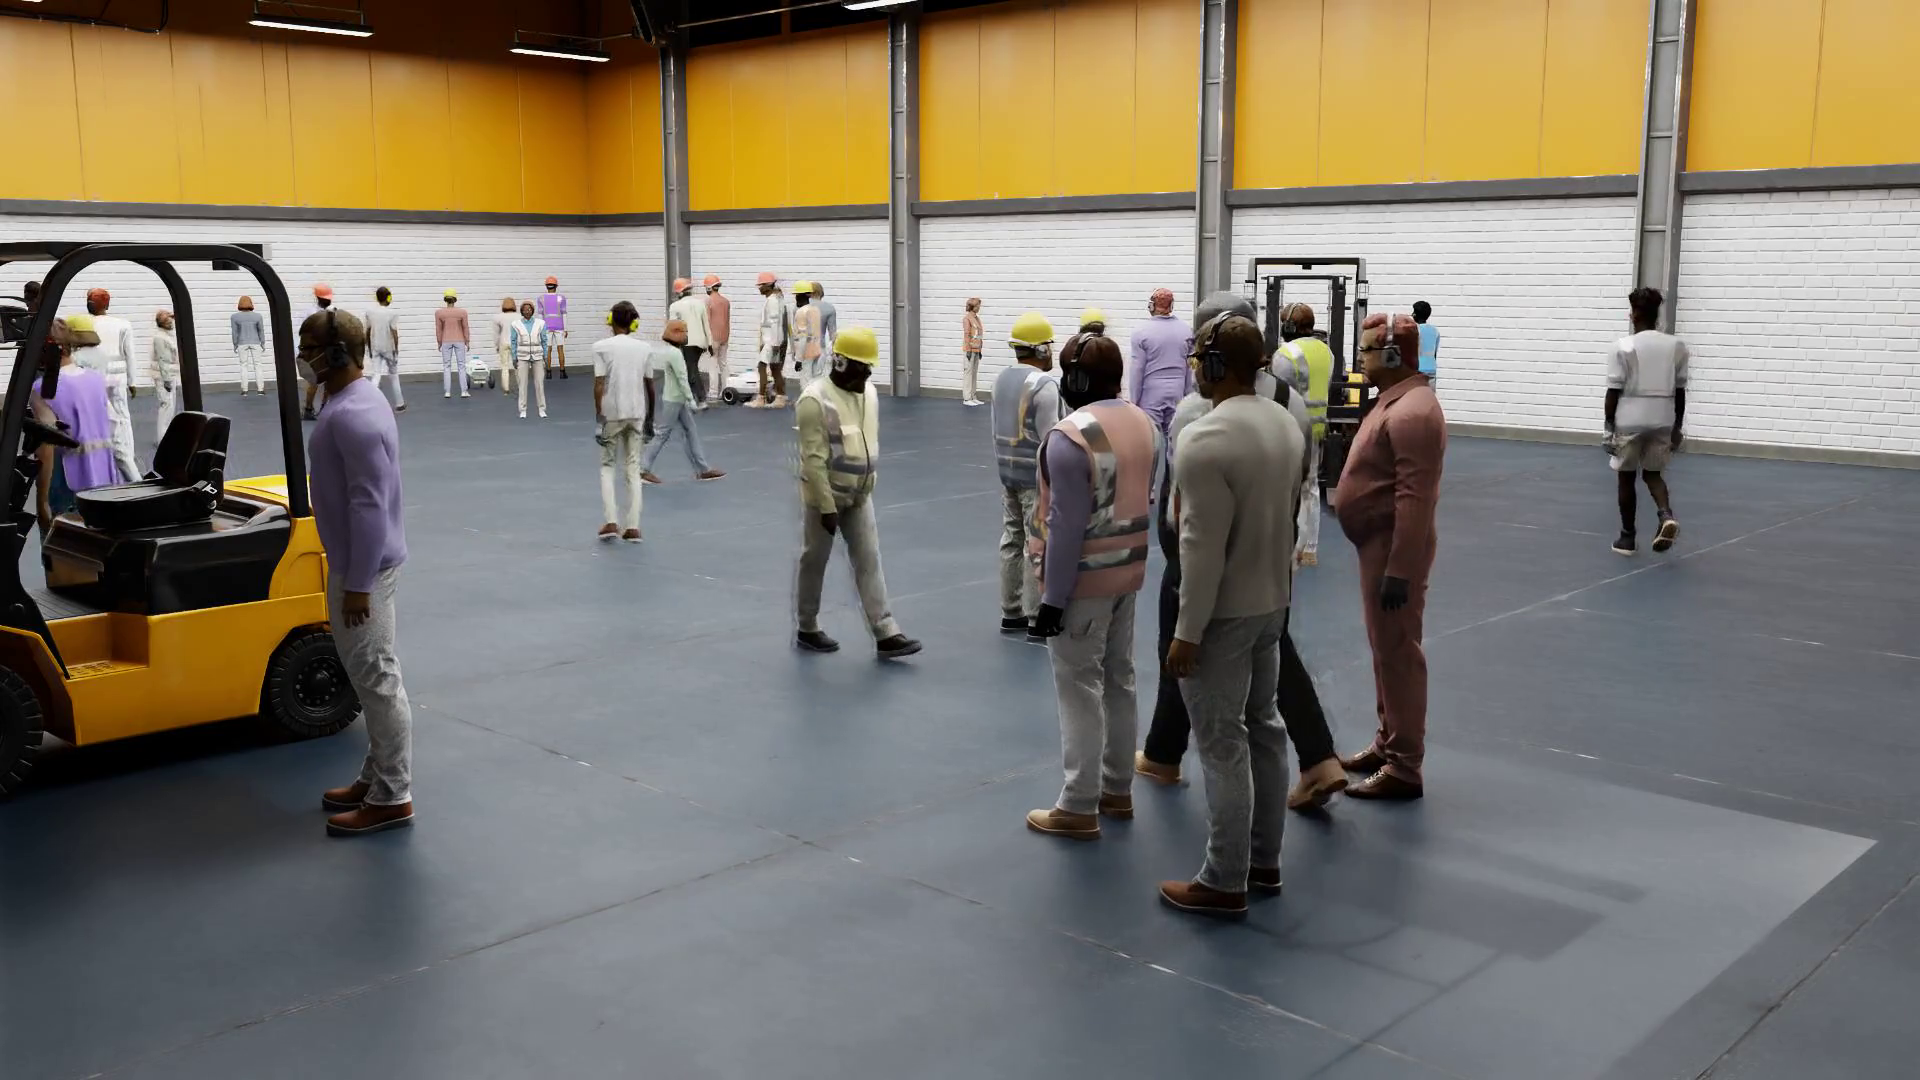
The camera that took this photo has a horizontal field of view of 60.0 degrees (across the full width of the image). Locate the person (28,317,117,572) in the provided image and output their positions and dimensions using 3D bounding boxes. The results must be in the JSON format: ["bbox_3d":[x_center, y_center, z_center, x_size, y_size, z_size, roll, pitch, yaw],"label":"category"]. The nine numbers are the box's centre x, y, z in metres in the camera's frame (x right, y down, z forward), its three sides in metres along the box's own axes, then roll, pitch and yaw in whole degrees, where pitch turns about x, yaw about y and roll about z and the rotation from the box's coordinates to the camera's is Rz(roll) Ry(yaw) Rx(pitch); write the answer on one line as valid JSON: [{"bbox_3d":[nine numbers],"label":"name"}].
[{"bbox_3d":[-4.661,-0.270,8.798,0.621,1.828,0.589,1,9,6],"label":"person"}]

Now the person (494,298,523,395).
[{"bbox_3d":[-7.437,-3.209,27.555,0.523,1.591,0.777,-1,9,-3],"label":"person"}]

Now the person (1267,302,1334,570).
[{"bbox_3d":[2.305,-0.714,11.501,0.429,1.842,0.636,8,13,42],"label":"person"}]

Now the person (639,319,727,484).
[{"bbox_3d":[-2.738,-1.333,16.083,0.870,1.589,0.502,-2,9,-10],"label":"person"}]

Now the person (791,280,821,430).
[{"bbox_3d":[-1.996,-2.384,21.474,0.380,1.924,0.593,3,10,17],"label":"person"}]

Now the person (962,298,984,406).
[{"bbox_3d":[0.188,-2.855,25.250,0.307,1.639,0.513,3,10,19],"label":"person"}]

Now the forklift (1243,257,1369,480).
[{"bbox_3d":[3.309,-1.629,16.029,1.214,2.155,2.313,2,9,11],"label":"forklift"}]

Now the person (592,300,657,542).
[{"bbox_3d":[-2.543,-0.902,12.676,0.536,1.828,0.531,-5,10,-27],"label":"person"}]

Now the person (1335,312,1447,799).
[{"bbox_3d":[1.675,0.062,6.553,0.402,1.904,0.652,1,9,8],"label":"person"}]

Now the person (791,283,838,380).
[{"bbox_3d":[-2.078,-2.741,23.887,0.650,1.878,0.864,2,10,13],"label":"person"}]

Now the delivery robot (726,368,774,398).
[{"bbox_3d":[-3.204,-2.384,25.363,0.707,0.478,0.477,5,11,23],"label":"delivery robot"}]

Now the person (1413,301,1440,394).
[{"bbox_3d":[5.521,-2.011,19.907,0.534,1.692,0.320,-6,11,-35],"label":"person"}]

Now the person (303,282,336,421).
[{"bbox_3d":[-8.715,-2.554,22.616,0.620,1.889,0.558,0,9,2],"label":"person"}]

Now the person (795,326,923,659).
[{"bbox_3d":[-0.574,-0.235,8.776,0.889,1.766,0.604,8,12,39],"label":"person"}]

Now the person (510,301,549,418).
[{"bbox_3d":[-5.988,-2.510,23.159,0.513,1.631,0.310,-3,10,-20],"label":"person"}]

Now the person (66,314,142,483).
[{"bbox_3d":[-7.369,-1.064,14.102,0.915,1.694,0.490,1,9,6],"label":"person"}]

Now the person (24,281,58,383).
[{"bbox_3d":[-11.417,-2.250,20.680,0.391,1.919,0.593,1,9,4],"label":"person"}]

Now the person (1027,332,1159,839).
[{"bbox_3d":[0.467,0.165,6.108,0.429,1.842,0.634,6,11,34],"label":"person"}]

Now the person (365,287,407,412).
[{"bbox_3d":[-8.237,-2.702,23.768,0.525,1.825,0.943,0,9,-2],"label":"person"}]

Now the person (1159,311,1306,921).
[{"bbox_3d":[0.871,0.242,5.339,0.352,1.937,0.635,7,12,38],"label":"person"}]

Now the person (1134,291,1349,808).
[{"bbox_3d":[1.096,0.015,6.422,0.691,2.000,0.982,-6,11,-34],"label":"person"}]

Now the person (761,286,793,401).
[{"bbox_3d":[-2.937,-3.131,26.455,0.517,1.810,0.946,-6,11,-31],"label":"person"}]

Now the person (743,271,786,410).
[{"bbox_3d":[-2.916,-2.921,24.455,0.740,2.023,0.644,-1,9,-7],"label":"person"}]

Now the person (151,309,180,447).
[{"bbox_3d":[-9.191,-1.864,19.253,0.404,1.609,0.620,-2,10,-13],"label":"person"}]

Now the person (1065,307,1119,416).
[{"bbox_3d":[1.091,-1.056,13.896,0.541,1.751,0.566,-3,10,-19],"label":"person"}]

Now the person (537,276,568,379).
[{"bbox_3d":[-7.660,-3.991,31.326,0.543,1.928,0.370,-1,9,-7],"label":"person"}]

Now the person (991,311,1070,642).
[{"bbox_3d":[0.412,-0.354,9.305,0.404,1.837,0.595,-5,11,-30],"label":"person"}]

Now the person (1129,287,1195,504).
[{"bbox_3d":[1.760,-1.268,14.696,0.643,1.909,0.410,-4,10,-23],"label":"person"}]

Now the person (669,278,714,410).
[{"bbox_3d":[-3.980,-2.890,24.549,0.651,1.927,1.051,-9,13,-44],"label":"person"}]

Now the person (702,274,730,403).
[{"bbox_3d":[-3.807,-3.119,25.808,0.407,1.987,0.614,6,11,31],"label":"person"}]

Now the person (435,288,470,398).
[{"bbox_3d":[-8.152,-3.165,26.751,0.525,1.772,0.302,-2,9,-10],"label":"person"}]

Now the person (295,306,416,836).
[{"bbox_3d":[-2.224,0.111,6.145,0.354,1.936,0.636,-4,10,-21],"label":"person"}]

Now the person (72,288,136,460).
[{"bbox_3d":[-8.512,-1.562,16.568,0.582,1.884,0.351,-9,13,-44],"label":"person"}]

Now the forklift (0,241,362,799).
[{"bbox_3d":[-3.706,-0.171,7.093,1.214,2.155,2.313,9,13,43],"label":"forklift"}]

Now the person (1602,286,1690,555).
[{"bbox_3d":[4.912,-0.832,11.892,0.614,1.947,0.575,-1,9,-3],"label":"person"}]

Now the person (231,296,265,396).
[{"bbox_3d":[-11.649,-3.179,27.243,0.500,1.636,0.286,-4,10,-23],"label":"person"}]

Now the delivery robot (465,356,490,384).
[{"bbox_3d":[-8.391,-2.950,28.854,0.477,0.478,0.707,-4,10,-25],"label":"delivery robot"}]
